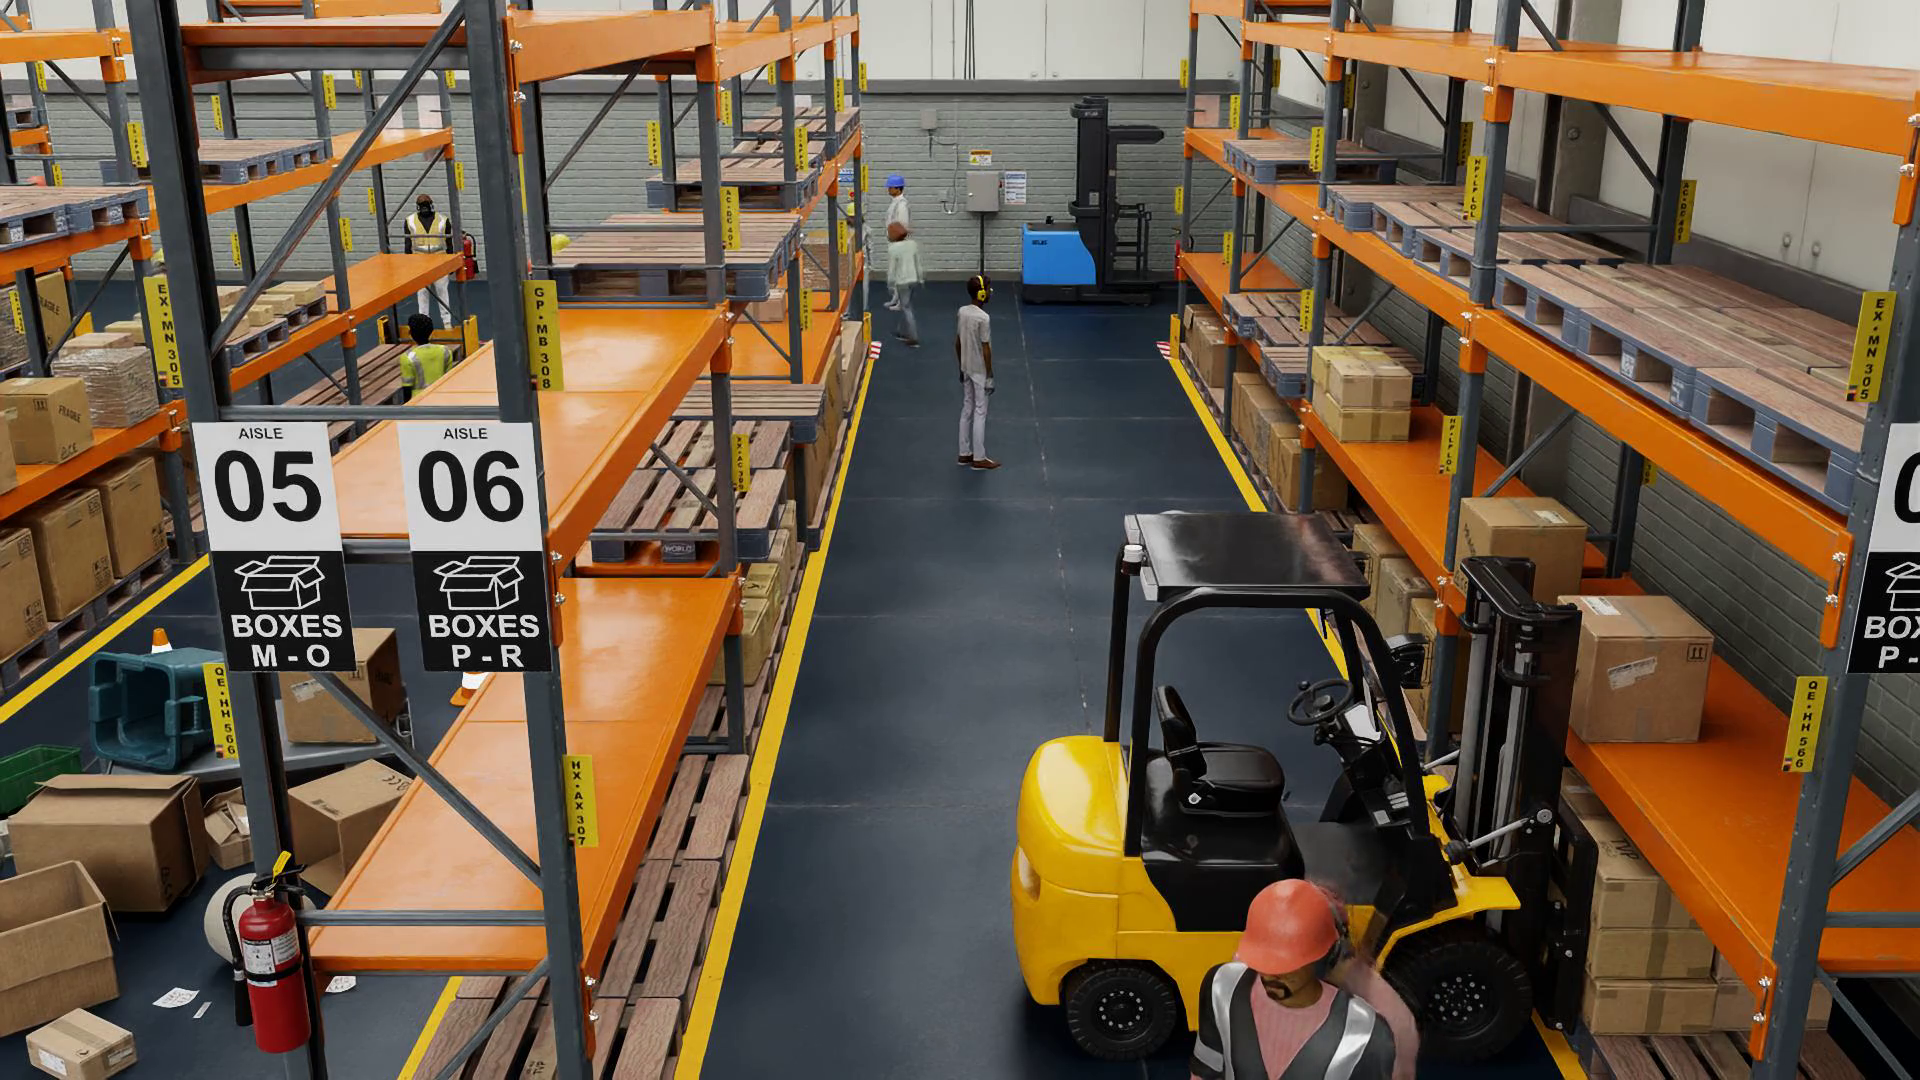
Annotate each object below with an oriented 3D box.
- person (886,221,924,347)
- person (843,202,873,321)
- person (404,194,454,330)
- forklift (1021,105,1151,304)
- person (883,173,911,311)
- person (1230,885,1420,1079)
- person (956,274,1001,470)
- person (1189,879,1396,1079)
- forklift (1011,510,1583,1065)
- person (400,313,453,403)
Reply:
[{"bbox_3d":[-0.772,-3.333,21.583,0.767,1.587,0.549,17,25,41],"label":"person"},{"bbox_3d":[-1.405,-3.668,22.379,0.489,1.735,0.324,-4,19,-11],"label":"person"},{"bbox_3d":[-7.123,-3.719,22.364,0.631,1.843,0.429,-6,19,-17],"label":"person"},{"bbox_3d":[1.857,-4.944,24.441,1.873,2.768,1.129,0,18,0],"label":"forklift"},{"bbox_3d":[-0.889,-4.270,23.859,0.380,1.950,0.605,-5,19,-15],"label":"person"},{"bbox_3d":[1.133,1.900,5.316,0.672,1.875,0.583,17,25,41],"label":"person"},{"bbox_3d":[0.166,-1.609,15.941,0.312,1.869,0.535,-12,22,-32],"label":"person"},{"bbox_3d":[0.947,1.926,4.981,0.615,2.040,0.391,11,21,30],"label":"person"},{"bbox_3d":[1.387,1.055,7.378,2.313,2.155,1.214,0,18,0],"label":"forklift"},{"bbox_3d":[-4.768,-1.195,14.974,0.319,1.692,0.537,14,23,35],"label":"person"}]
